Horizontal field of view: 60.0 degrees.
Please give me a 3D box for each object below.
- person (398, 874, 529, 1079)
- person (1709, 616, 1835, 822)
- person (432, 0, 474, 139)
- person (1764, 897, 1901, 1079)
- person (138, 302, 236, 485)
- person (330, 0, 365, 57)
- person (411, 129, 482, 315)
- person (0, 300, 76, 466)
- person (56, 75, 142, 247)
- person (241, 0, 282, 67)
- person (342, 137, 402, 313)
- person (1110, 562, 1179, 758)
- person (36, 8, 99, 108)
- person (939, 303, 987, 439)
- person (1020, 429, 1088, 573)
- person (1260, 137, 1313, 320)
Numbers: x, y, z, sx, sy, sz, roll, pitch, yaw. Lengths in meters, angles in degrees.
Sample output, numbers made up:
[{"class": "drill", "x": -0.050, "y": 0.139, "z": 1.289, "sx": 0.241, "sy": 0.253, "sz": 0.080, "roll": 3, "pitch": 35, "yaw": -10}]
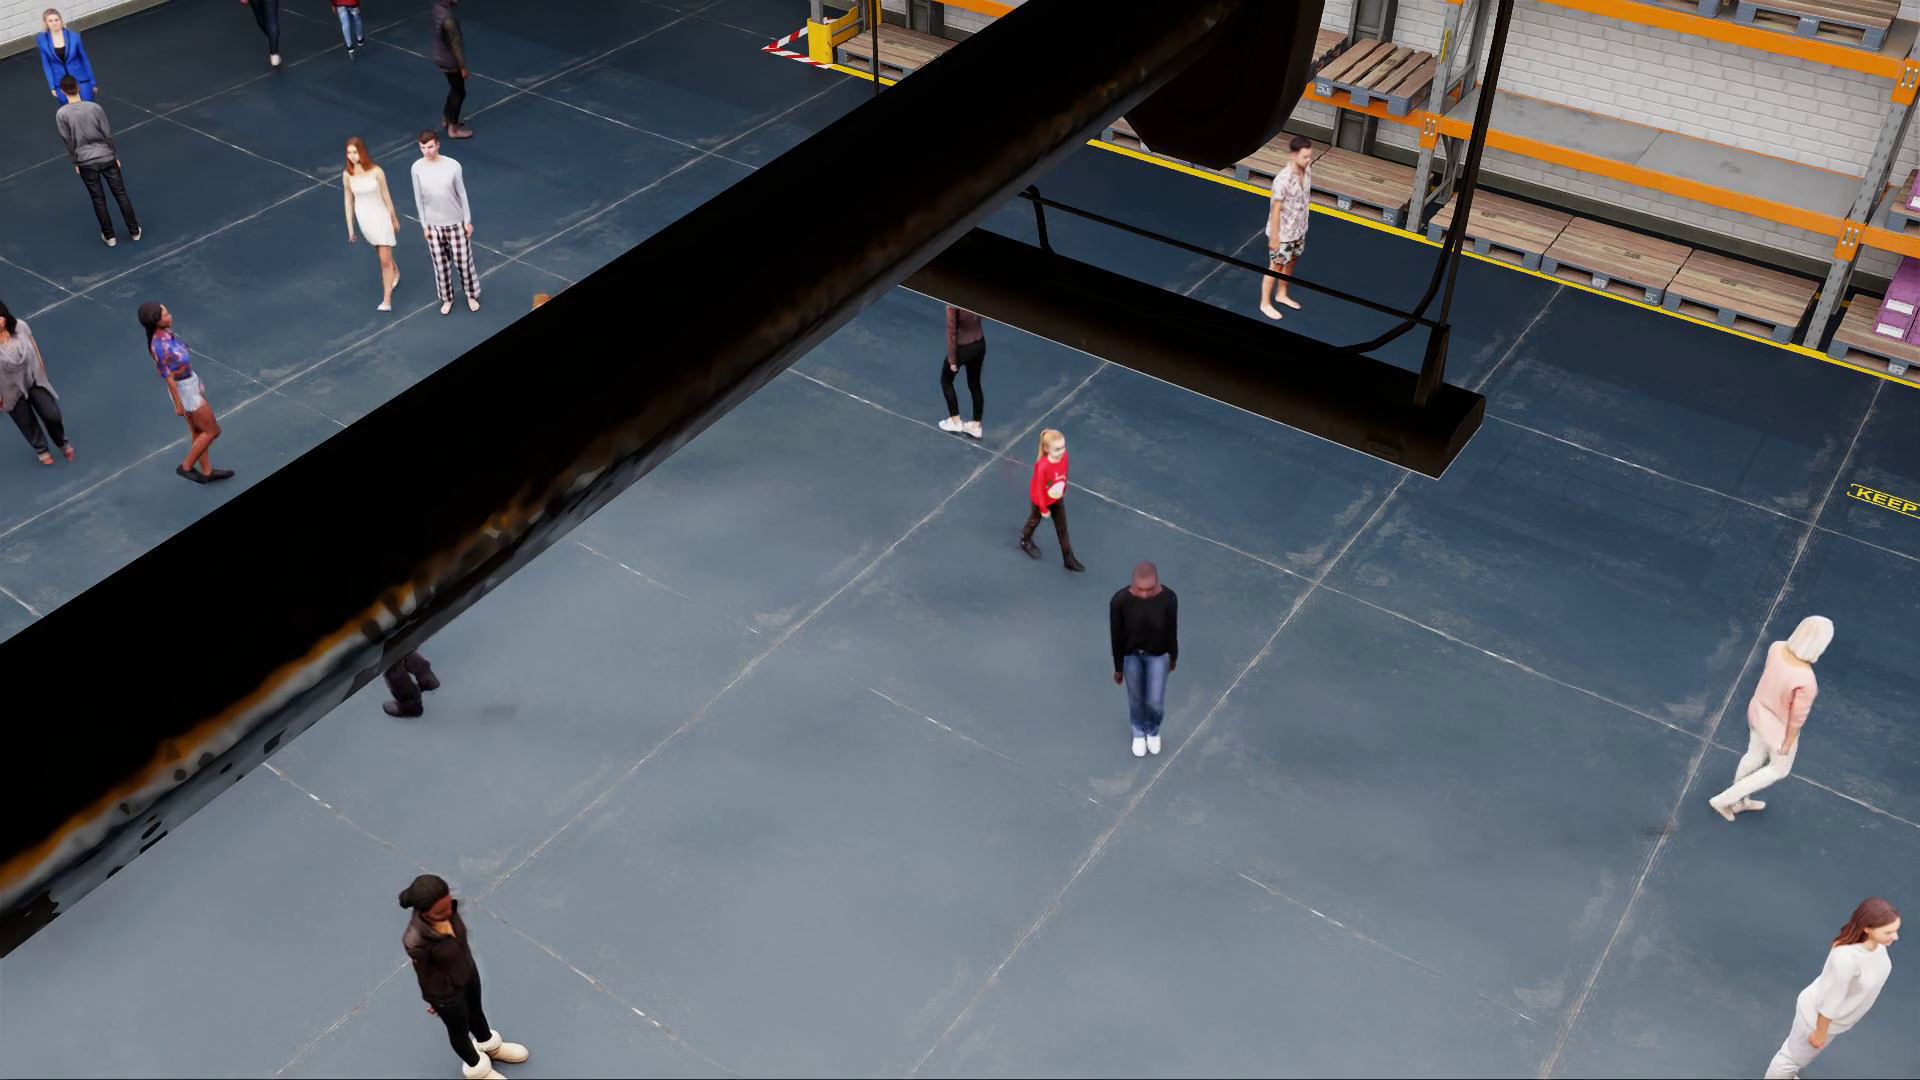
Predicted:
[{"class": "person", "x": -2.792, "y": 2.404, "z": 9.091, "sx": 0.744, "sy": 1.661, "sz": 0.679, "roll": 11, "pitch": 40, "yaw": 14}, {"class": "person", "x": 5.112, "y": 1.159, "z": 10.607, "sx": 0.871, "sy": 1.715, "sz": 0.815, "roll": -8, "pitch": 39, "yaw": -9}, {"class": "person", "x": -5.782, "y": -5.378, "z": 18.725, "sx": 0.931, "sy": 1.799, "sz": 0.811, "roll": -26, "pitch": 45, "yaw": -29}, {"class": "person", "x": 4.676, "y": 2.508, "z": 8.940, "sx": 0.641, "sy": 1.688, "sz": 0.607, "roll": -29, "pitch": 47, "yaw": -32}, {"class": "person", "x": -6.372, "y": -1.160, "z": 13.499, "sx": 0.806, "sy": 1.731, "sz": 0.747, "roll": -14, "pitch": 41, "yaw": -17}, {"class": "person", "x": -7.682, "y": -6.683, "z": 20.810, "sx": 0.859, "sy": 1.237, "sz": 0.939, "roll": -8, "pitch": 39, "yaw": -10}, {"class": "person", "x": -4.873, "y": -3.027, "z": 15.744, "sx": 0.700, "sy": 1.847, "sz": 0.765, "roll": -6, "pitch": 39, "yaw": -7}, {"class": "person", "x": -7.858, "y": -1.348, "z": 13.844, "sx": 0.709, "sy": 1.593, "sz": 0.738, "roll": -26, "pitch": 45, "yaw": -29}, {"class": "person", "x": -8.745, "y": -3.841, "z": 16.834, "sx": 0.683, "sy": 1.759, "sz": 0.668, "roll": -19, "pitch": 42, "yaw": -22}, {"class": "person", "x": -8.588, "y": -6.714, "z": 20.435, "sx": 1.179, "sy": 1.752, "sz": 1.214, "roll": -6, "pitch": 39, "yaw": -8}, {"class": "person", "x": -5.600, "y": -3.097, "z": 15.982, "sx": 1.148, "sy": 1.658, "sz": 1.071, "roll": 0, "pitch": 39, "yaw": 0}, {"class": "person", "x": 1.217, "y": 0.716, "z": 11.153, "sx": 0.710, "sy": 1.726, "sz": 0.804, "roll": 2, "pitch": 39, "yaw": 3}, {"class": "person", "x": -9.826, "y": -5.067, "z": 18.427, "sx": 0.837, "sy": 1.686, "sz": 0.920, "roll": -15, "pitch": 41, "yaw": -17}, {"class": "person", "x": 0.118, "y": -1.578, "z": 14.057, "sx": 0.664, "sy": 1.687, "sz": 0.651, "roll": -31, "pitch": 48, "yaw": -33}, {"class": "person", "x": 0.642, "y": -0.348, "z": 12.867, "sx": 0.645, "sy": 1.249, "sz": 0.939, "roll": -28, "pitch": 47, "yaw": -31}, {"class": "person", "x": 3.081, "y": -2.979, "z": 15.711, "sx": 0.628, "sy": 1.812, "sz": 0.706, "roll": 31, "pitch": 48, "yaw": 33}]
